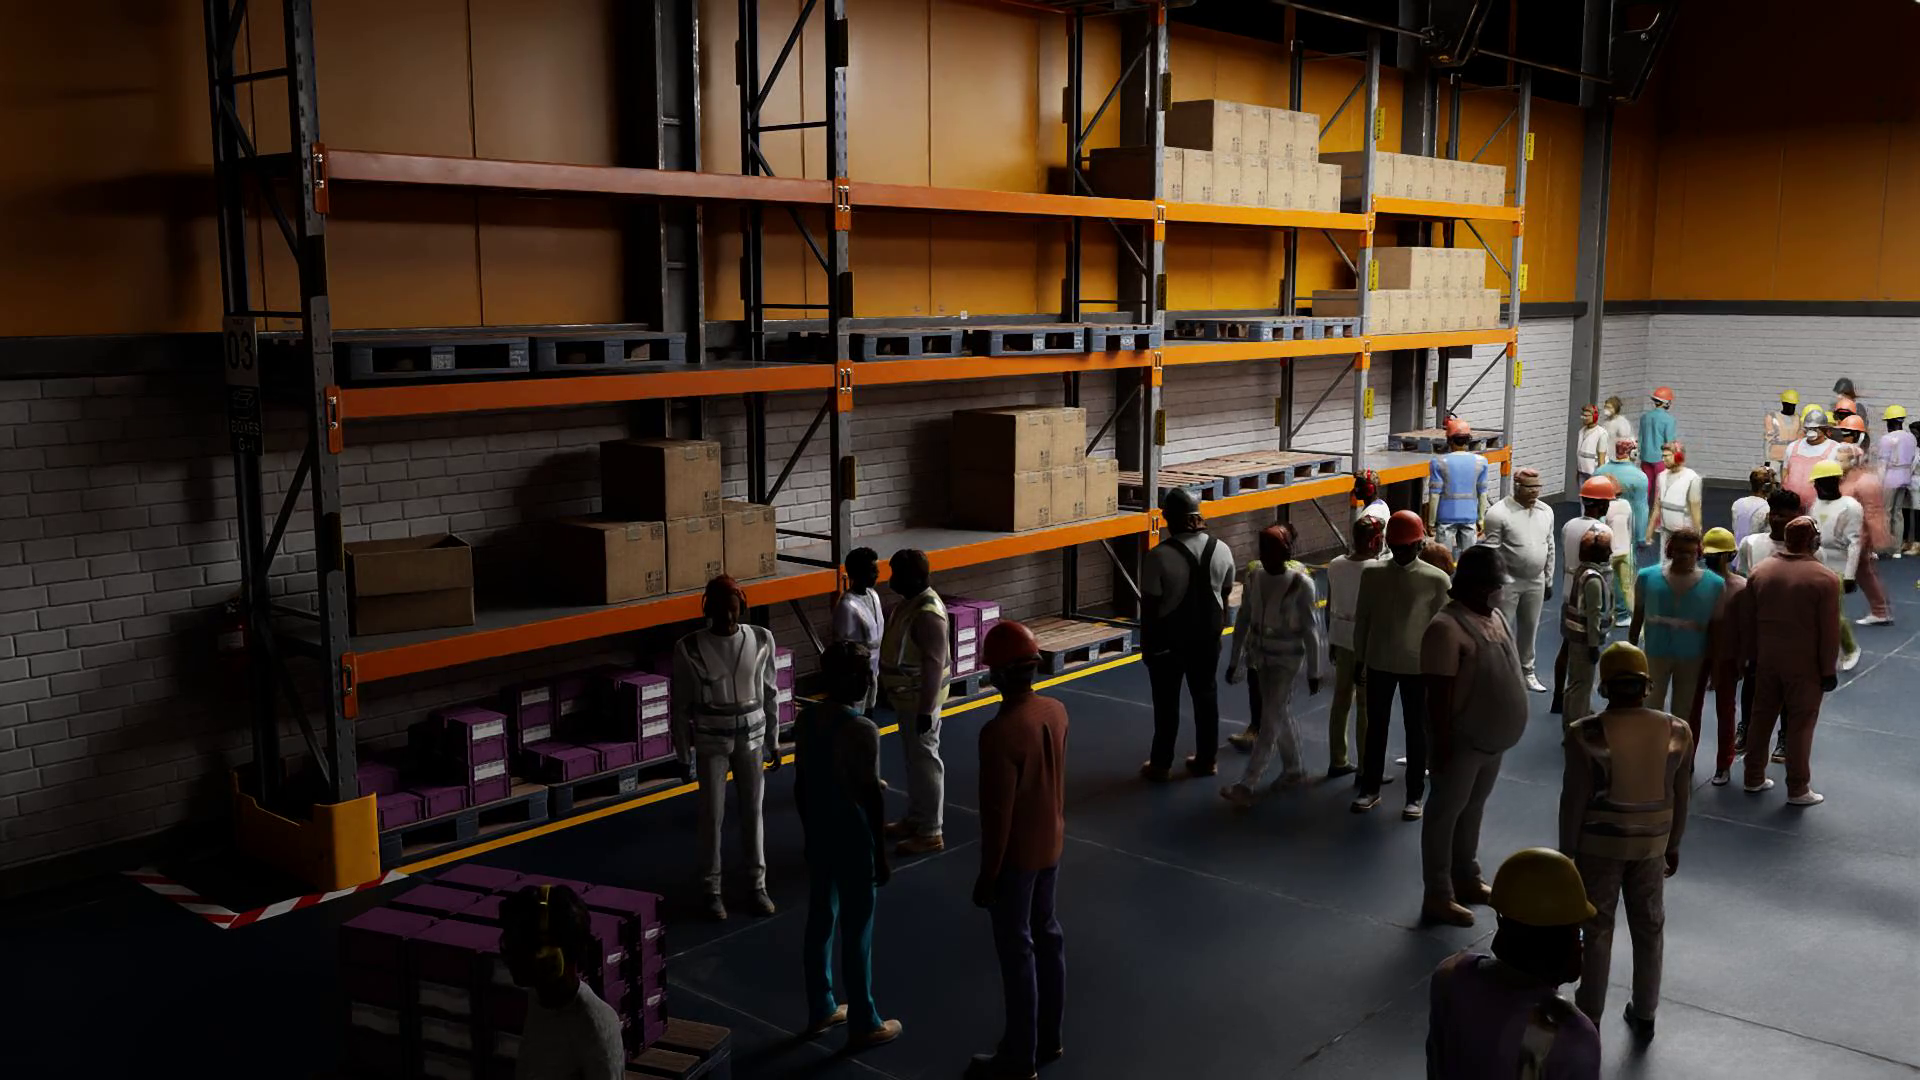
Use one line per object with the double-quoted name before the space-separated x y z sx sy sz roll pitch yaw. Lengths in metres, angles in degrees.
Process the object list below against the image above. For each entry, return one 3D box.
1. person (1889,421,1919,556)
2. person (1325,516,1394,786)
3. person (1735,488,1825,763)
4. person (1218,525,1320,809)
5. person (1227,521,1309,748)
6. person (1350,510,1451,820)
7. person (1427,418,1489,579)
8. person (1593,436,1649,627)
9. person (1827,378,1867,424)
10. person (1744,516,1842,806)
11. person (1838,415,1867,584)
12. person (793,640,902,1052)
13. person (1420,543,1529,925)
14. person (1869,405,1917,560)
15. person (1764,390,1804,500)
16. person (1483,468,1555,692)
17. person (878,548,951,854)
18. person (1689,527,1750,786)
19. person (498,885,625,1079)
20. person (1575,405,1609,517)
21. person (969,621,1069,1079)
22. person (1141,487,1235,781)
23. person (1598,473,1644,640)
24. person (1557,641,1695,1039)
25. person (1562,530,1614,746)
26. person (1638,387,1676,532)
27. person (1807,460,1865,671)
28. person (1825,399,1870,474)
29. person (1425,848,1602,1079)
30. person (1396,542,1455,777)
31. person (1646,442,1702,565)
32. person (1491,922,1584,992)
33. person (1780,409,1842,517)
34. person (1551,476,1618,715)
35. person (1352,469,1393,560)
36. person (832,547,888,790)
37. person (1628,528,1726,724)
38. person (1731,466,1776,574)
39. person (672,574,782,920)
"person" 11.972 -0.651 20.891 0.318 1.695 0.539 -4 10 -22
"person" 2.721 0.750 11.369 0.373 1.843 0.572 -6 10 -32
"person" 5.834 0.601 11.938 0.606 1.966 0.367 9 12 44
"person" 2.016 0.821 10.953 0.986 1.831 0.594 -6 11 -35
"person" 2.293 0.697 12.297 0.665 1.659 0.399 -4 10 -24
"person" 2.809 0.787 10.658 0.609 1.992 0.383 5 10 30
"person" 5.072 -0.226 17.022 0.606 2.047 0.368 0 9 -1
"person" 6.591 -0.083 16.577 0.399 1.900 0.644 -5 10 -27
"person" 13.051 -1.405 24.642 0.543 2.000 0.700 -2 9 -16
"person" 5.510 0.785 10.995 0.395 1.901 0.642 -5 10 -28
"person" 10.068 -0.457 18.913 0.387 1.926 0.547 -2 9 -12
"person" -0.520 1.360 7.453 0.506 1.841 0.345 7 12 40
"person" 2.793 1.021 8.990 0.536 2.000 0.683 8 12 44
"person" 11.524 -0.708 20.571 0.588 1.912 0.396 -4 10 -26
"person" 11.670 -1.174 23.568 0.583 1.918 0.404 0 9 -2
"person" 4.664 0.340 13.846 0.644 1.900 0.399 -2 9 -15
"person" -0.278 0.959 10.038 0.428 1.840 0.631 -2 9 -13
"person" 5.140 0.787 11.383 0.308 1.769 0.525 -8 12 -41
"person" -1.051 1.812 4.459 0.333 1.866 0.515 -6 11 -35
"person" 8.245 -0.850 21.712 0.393 1.838 0.561 -2 9 -10
"person" 0.243 1.331 7.150 0.392 1.991 0.613 6 10 32
"person" 1.521 0.634 11.490 0.681 2.000 0.535 -4 9 -22
"person" 6.308 0.168 15.906 0.515 1.602 0.591 -4 10 -26
"person" 2.972 1.360 7.511 0.588 1.822 0.403 0 9 -2
"person" 4.556 0.741 12.081 0.315 1.641 0.515 2 9 11
"person" 9.601 -1.111 22.888 0.391 1.995 0.613 -3 9 -21
"person" 7.620 0.247 14.509 0.499 1.884 0.622 -2 9 -13
"person" 10.606 -0.692 20.087 0.614 2.031 0.402 5 10 29
"person" 1.516 1.770 4.527 0.369 1.928 0.585 -4 10 -26
"person" 3.265 0.825 11.571 0.294 1.634 0.503 -2 9 -11
"person" 7.215 -0.071 16.758 0.481 1.820 0.610 -1 9 -8
"person" 1.721 1.843 5.004 0.283 1.633 0.500 0 9 -1
"person" 9.341 -0.423 18.302 0.538 2.000 0.681 -8 12 -43
"person" 4.919 0.460 13.007 0.395 1.928 0.542 -2 9 -12
"person" 3.530 0.309 14.244 0.392 1.838 0.563 3 9 21
"person" -0.669 0.878 11.045 0.318 1.690 0.529 3 9 21
"person" 4.741 0.825 11.047 0.593 1.791 0.935 4 9 22
"person" 6.922 0.270 14.514 0.342 1.839 0.501 -3 9 -21
"person" -1.249 1.110 8.958 0.584 1.879 0.369 -4 10 -25
